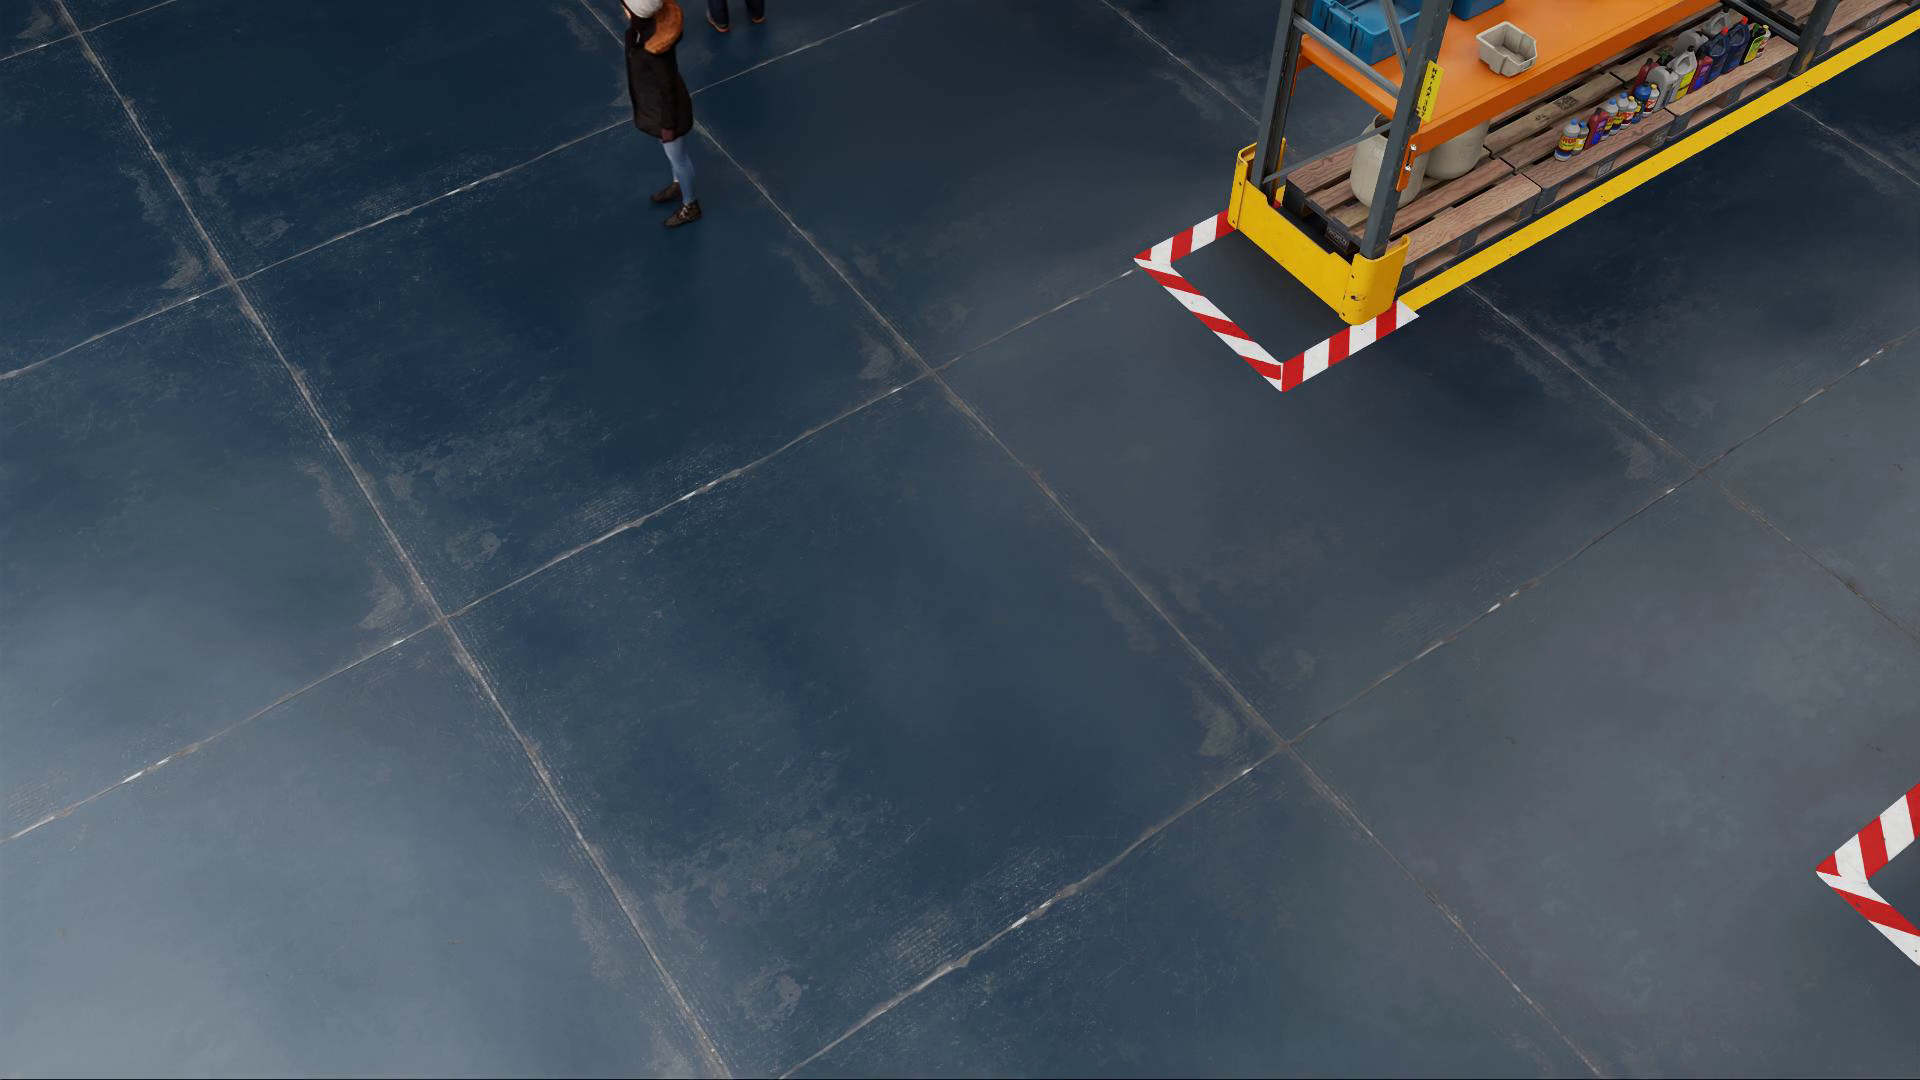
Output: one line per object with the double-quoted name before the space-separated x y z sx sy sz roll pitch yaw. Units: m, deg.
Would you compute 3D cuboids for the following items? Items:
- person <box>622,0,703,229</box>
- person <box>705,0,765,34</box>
"person" -1.717 -2.546 9.665 0.682 1.636 0.688 -16 54 -12
"person" -1.560 -4.174 10.812 0.573 1.815 0.751 -17 54 -13
